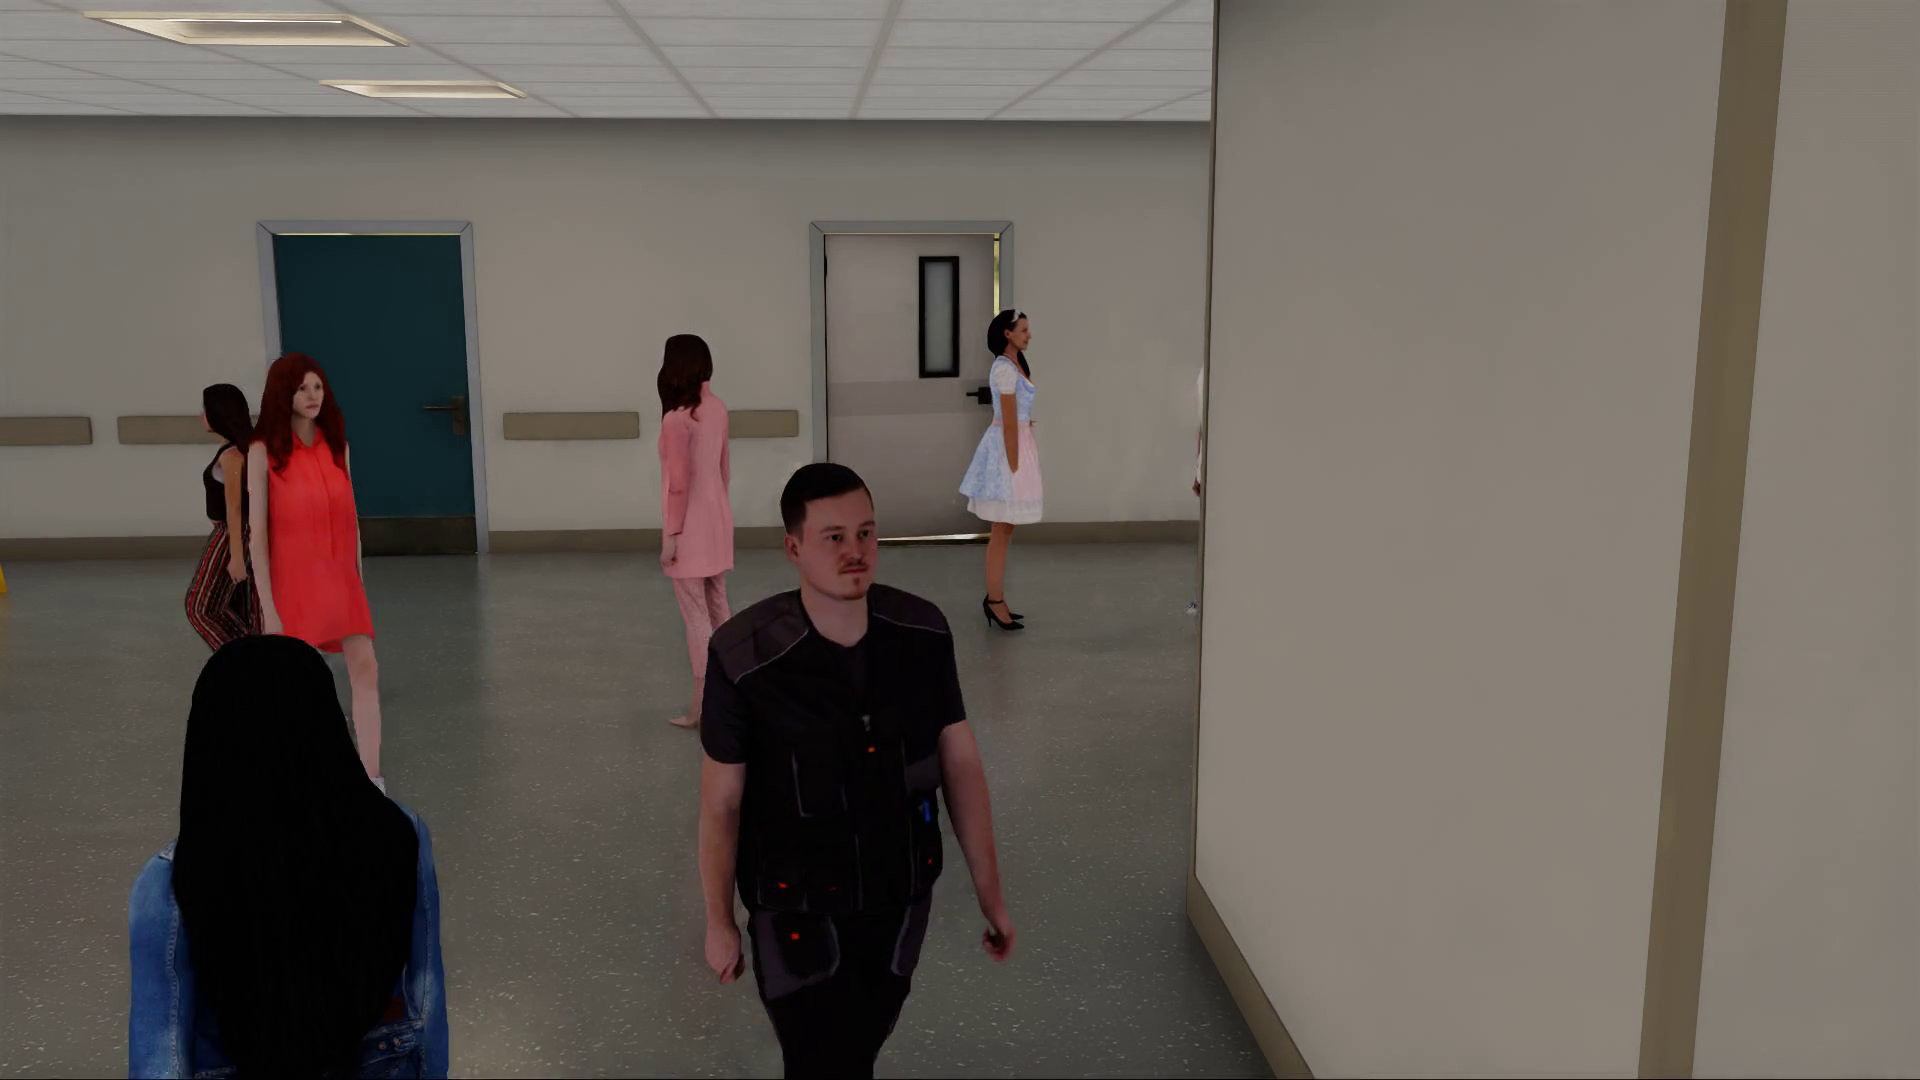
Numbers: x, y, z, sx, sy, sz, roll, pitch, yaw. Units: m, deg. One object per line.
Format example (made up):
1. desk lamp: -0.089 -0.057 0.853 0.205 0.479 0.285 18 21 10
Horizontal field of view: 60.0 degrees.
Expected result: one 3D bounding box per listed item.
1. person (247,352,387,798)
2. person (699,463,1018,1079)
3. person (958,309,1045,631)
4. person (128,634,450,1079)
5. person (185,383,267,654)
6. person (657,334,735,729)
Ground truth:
1. person: -2.500 0.208 6.296 0.969 1.804 0.914 9 14 41
2. person: -0.288 0.758 3.426 1.242 1.794 1.145 -7 13 -34
3. person: 0.270 -0.406 9.502 0.761 1.815 0.737 1 11 4
4. person: -0.931 0.993 2.426 0.705 1.704 0.802 -7 13 -32
5. person: -3.354 0.032 7.895 0.697 1.553 0.633 -3 11 -17
6. person: -1.190 -0.038 7.598 0.697 1.801 0.689 5 12 26
